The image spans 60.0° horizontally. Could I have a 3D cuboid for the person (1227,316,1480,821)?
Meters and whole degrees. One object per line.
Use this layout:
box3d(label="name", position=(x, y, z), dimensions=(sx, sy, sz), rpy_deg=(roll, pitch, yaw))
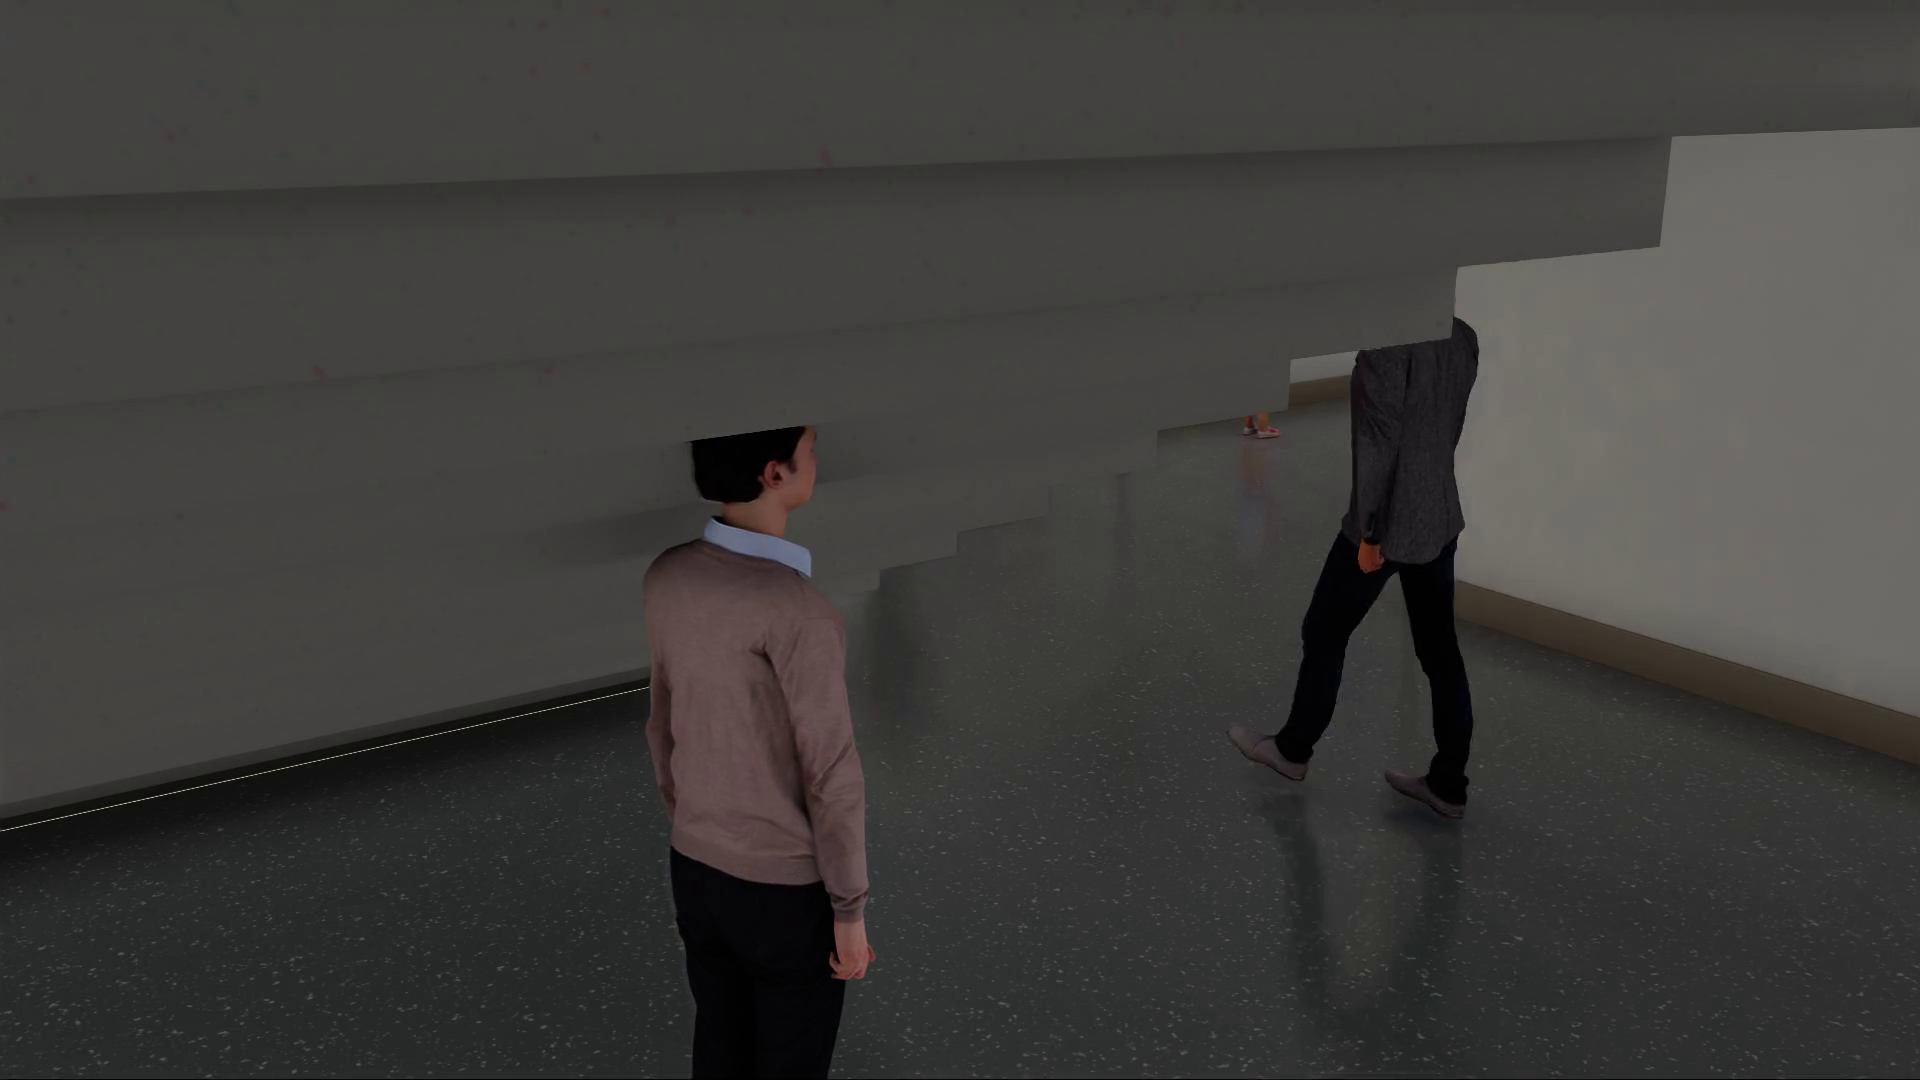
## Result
box3d(label="person", position=(1.407, -0.019, 5.055), dimensions=(0.767, 1.837, 1.036), rpy_deg=(-13, 20, -38))

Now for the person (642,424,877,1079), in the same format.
box3d(label="person", position=(-0.352, 0.590, 2.949), dimensions=(0.547, 1.808, 0.731), rpy_deg=(14, 21, 41))
